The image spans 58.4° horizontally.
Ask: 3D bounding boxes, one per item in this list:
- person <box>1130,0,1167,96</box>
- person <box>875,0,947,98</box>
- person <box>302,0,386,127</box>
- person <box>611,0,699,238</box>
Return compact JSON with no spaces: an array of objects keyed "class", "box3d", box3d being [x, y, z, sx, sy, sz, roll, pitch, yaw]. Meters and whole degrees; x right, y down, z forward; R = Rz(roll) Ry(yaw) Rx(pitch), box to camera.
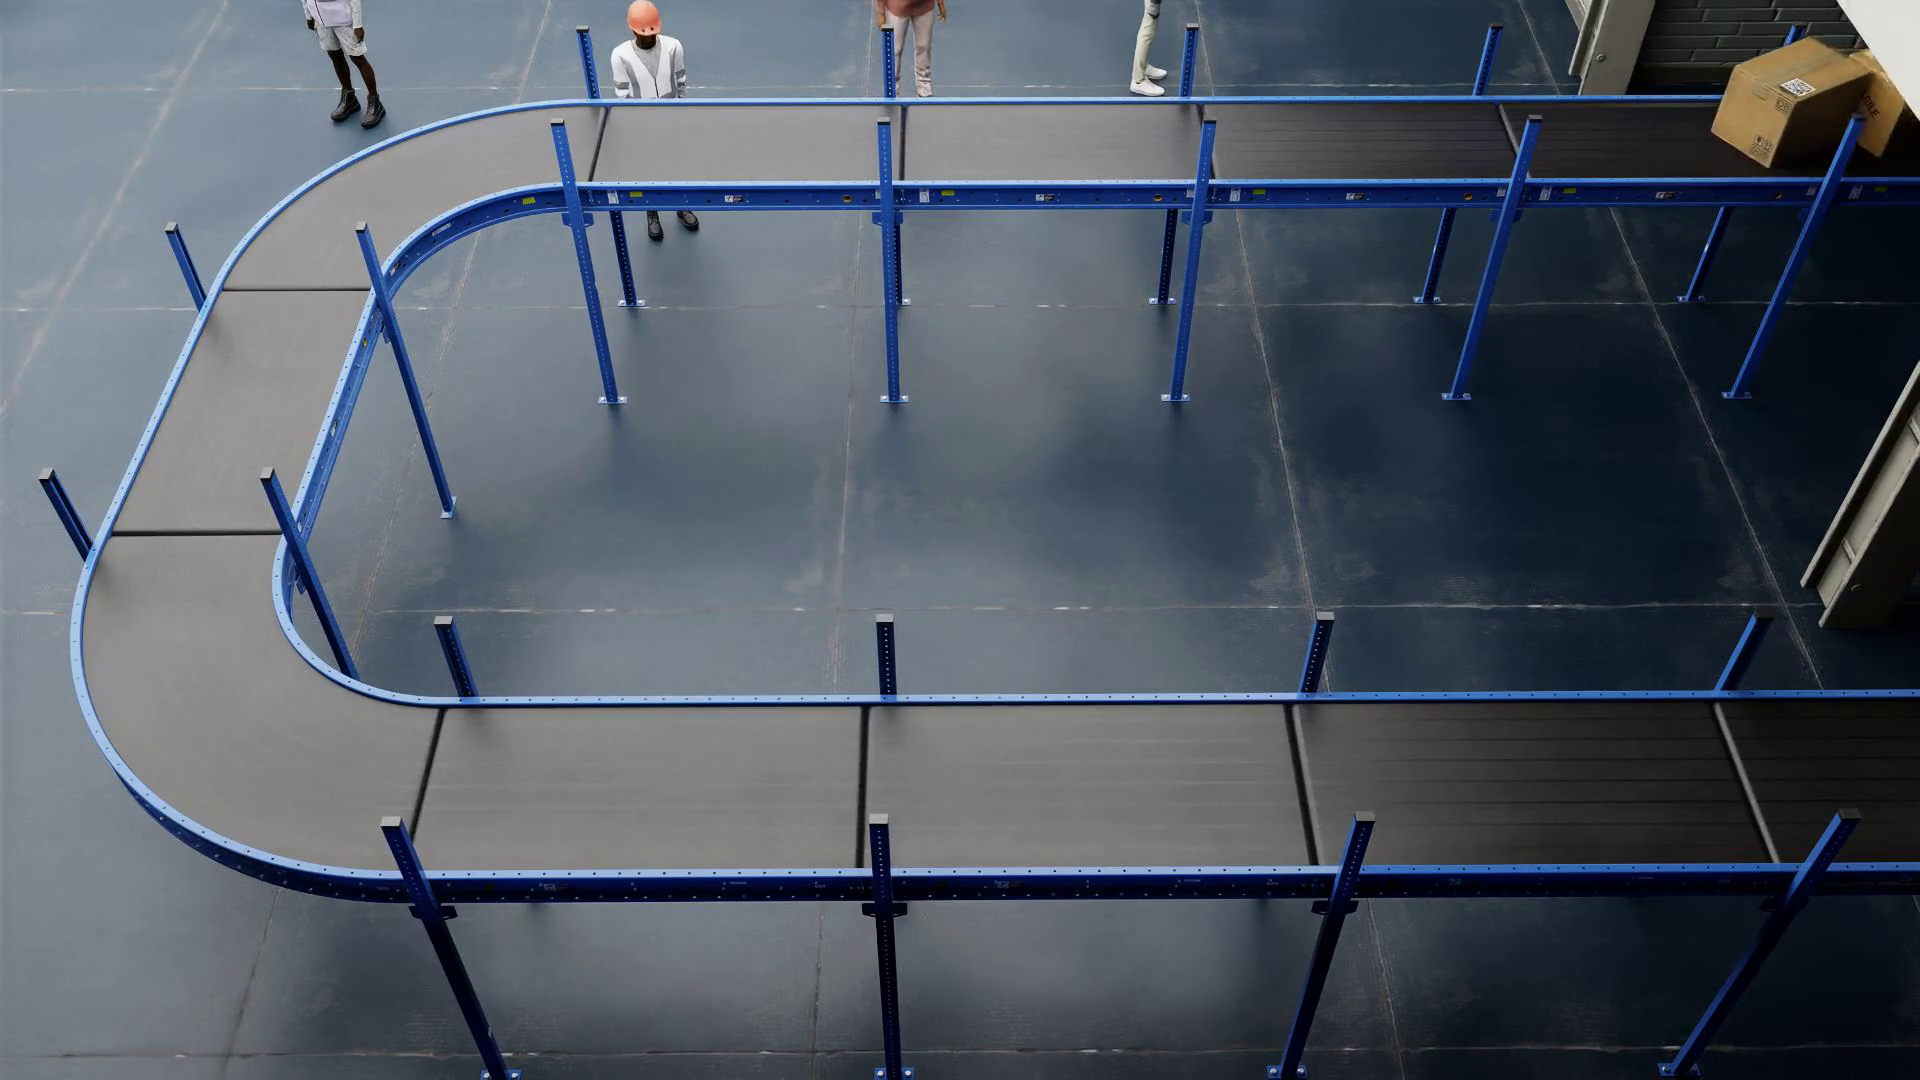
[{"class":"person","box3d":[1.640,-4.610,14.310,0.318,1.864,0.516,5,47,5]},{"class":"person","box3d":[-0.391,-4.362,13.986,0.612,1.994,0.394,-13,48,-12]},{"class":"person","box3d":[-5.097,-4.244,13.916,0.551,1.934,0.373,16,49,14]},{"class":"person","box3d":[-2.275,-3.166,12.907,0.545,1.941,0.351,-19,50,-17]}]
